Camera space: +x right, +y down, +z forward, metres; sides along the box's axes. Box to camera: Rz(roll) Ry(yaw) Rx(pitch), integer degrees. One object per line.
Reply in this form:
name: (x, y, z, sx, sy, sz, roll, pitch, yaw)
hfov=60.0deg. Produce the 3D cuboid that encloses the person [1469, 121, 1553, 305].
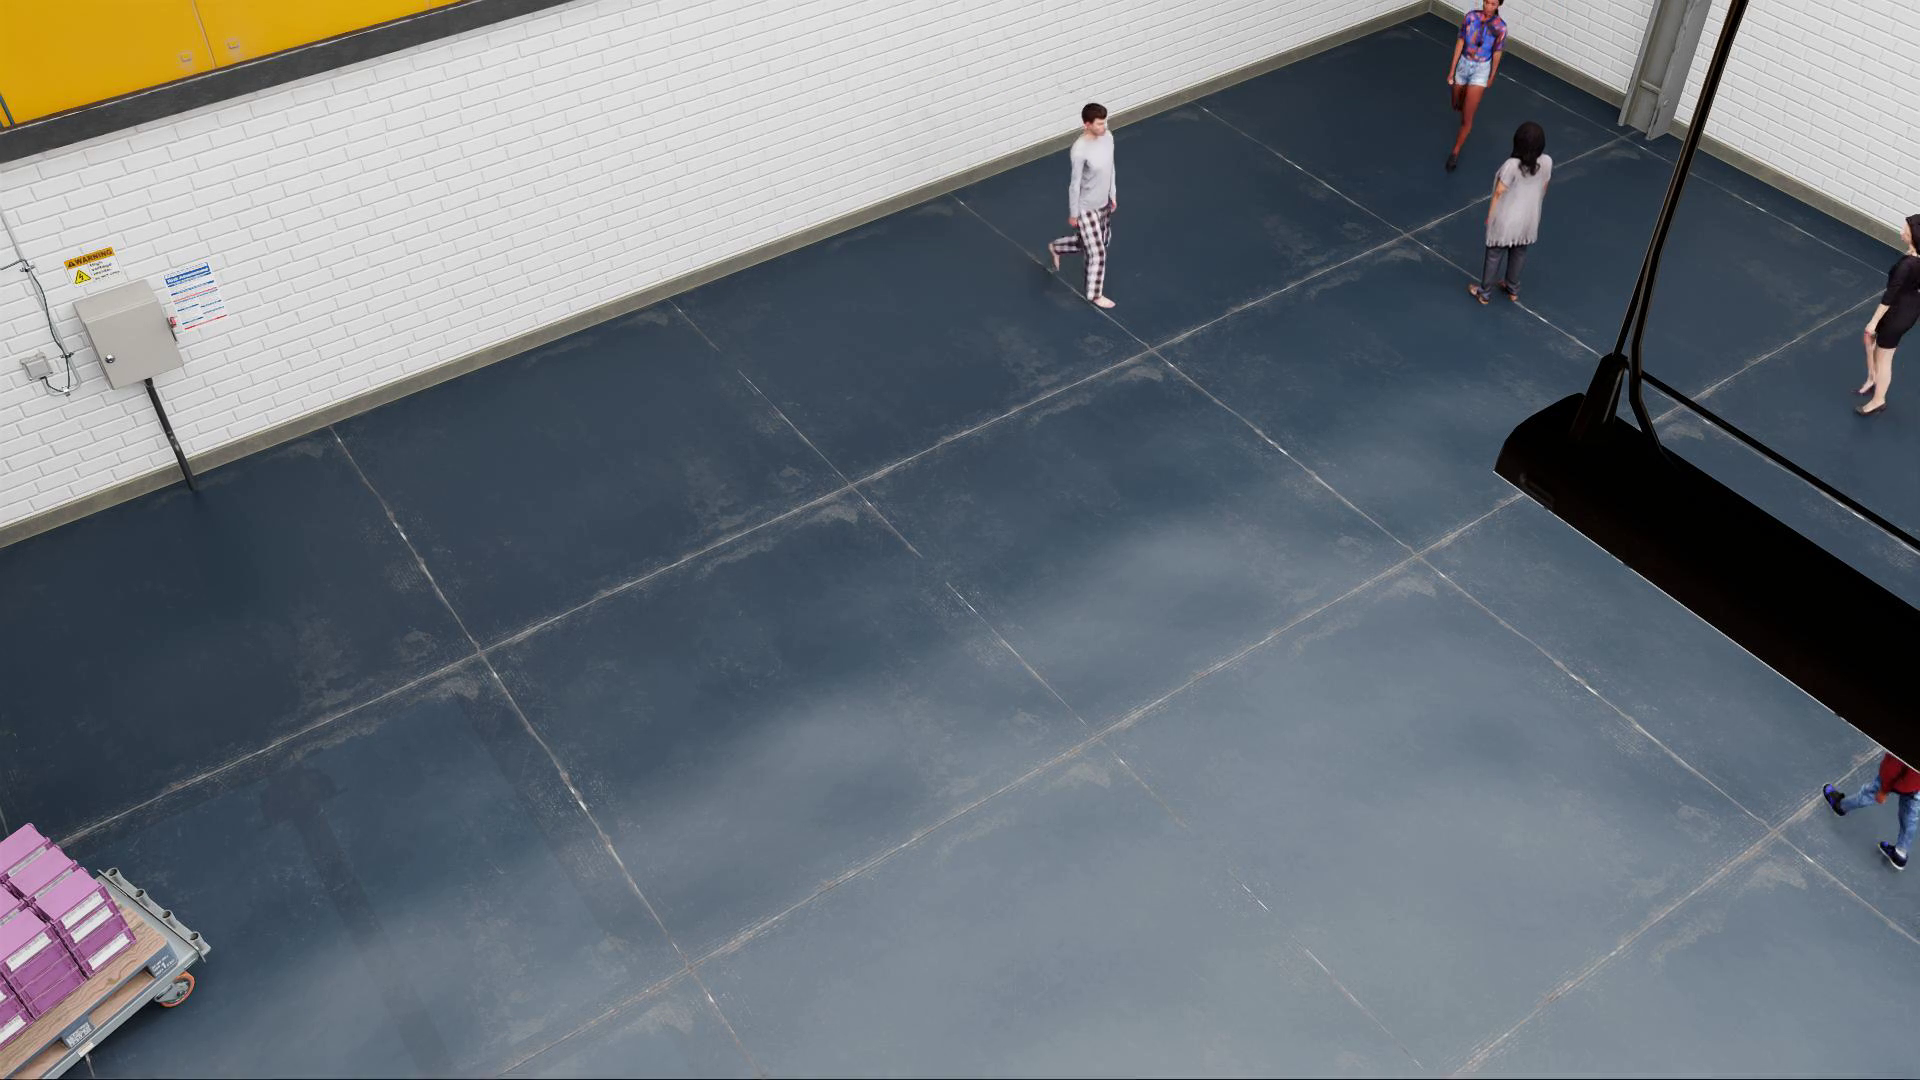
person: (4.631, -2.715, 13.867, 0.727, 1.602, 0.769, -11, 45, -11)

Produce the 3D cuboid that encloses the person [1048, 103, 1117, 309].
person: (1.029, -2.823, 13.816, 1.067, 1.827, 0.813, 30, 51, 27)

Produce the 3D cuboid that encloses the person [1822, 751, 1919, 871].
person: (5.589, 1.448, 9.767, 0.716, 1.230, 0.939, -9, 44, -9)

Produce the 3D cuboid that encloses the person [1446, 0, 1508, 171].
person: (4.801, -4.371, 15.520, 1.068, 1.719, 0.898, 24, 49, 23)

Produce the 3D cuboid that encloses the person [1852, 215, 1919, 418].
person: (7.151, -1.653, 12.622, 0.683, 1.780, 0.713, -27, 50, -26)
